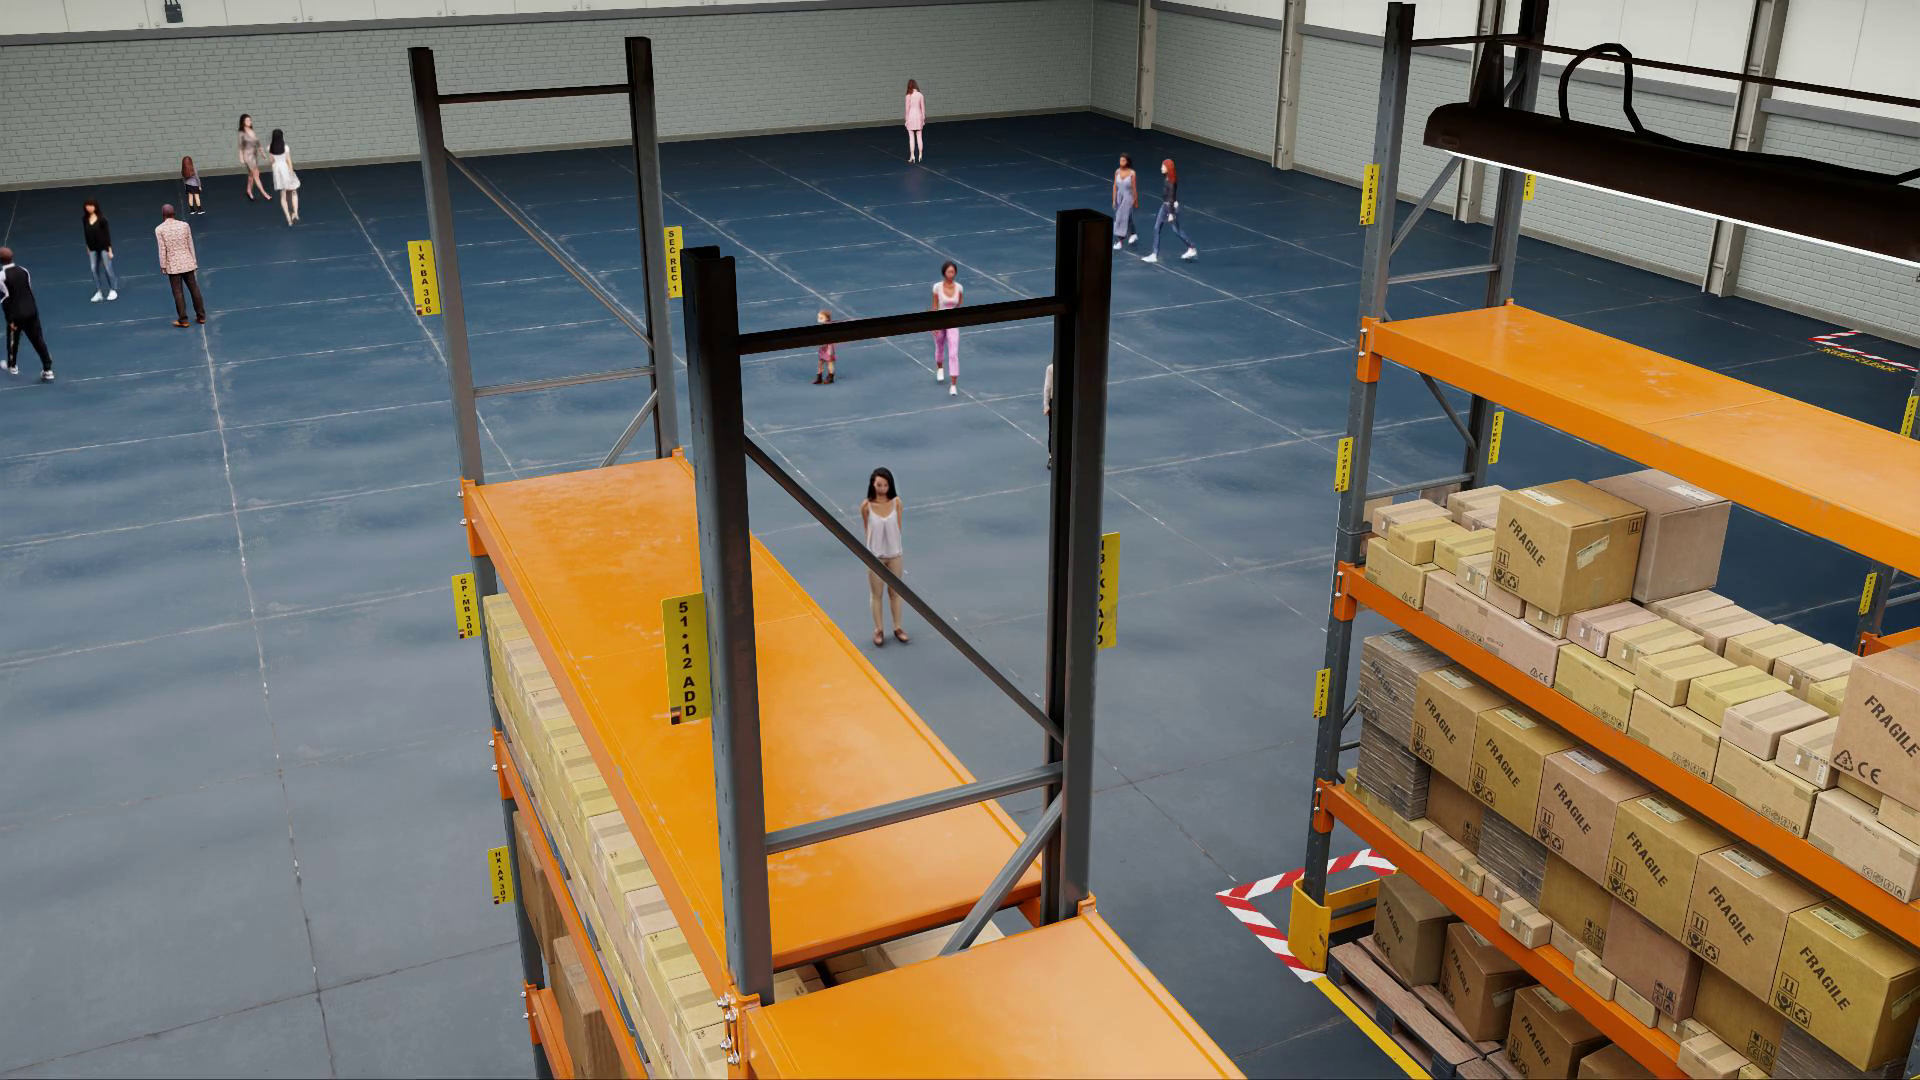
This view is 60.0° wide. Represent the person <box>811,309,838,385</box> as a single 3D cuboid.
[{"bbox_3d":[-1.756,-2.583,22.187,0.595,1.013,0.620,18,29,36],"label":"person"}]

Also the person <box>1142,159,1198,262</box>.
[{"bbox_3d":[3.649,-5.565,28.274,0.824,1.737,1.194,-5,24,-12],"label":"person"}]

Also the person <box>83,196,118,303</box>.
[{"bbox_3d":[-13.478,-4.596,26.125,0.765,1.636,0.849,0,23,1],"label":"person"}]

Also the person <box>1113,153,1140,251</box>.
[{"bbox_3d":[2.964,-5.973,29.351,1.142,1.645,0.970,16,28,33],"label":"person"}]

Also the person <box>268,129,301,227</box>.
[{"bbox_3d":[-12.637,-6.724,30.981,0.748,1.751,0.884,-3,23,-6],"label":"person"}]

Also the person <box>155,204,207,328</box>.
[{"bbox_3d":[-11.591,-4.083,24.699,0.724,1.807,0.751,21,31,40],"label":"person"}]

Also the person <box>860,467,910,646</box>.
[{"bbox_3d":[-0.693,0.118,15.018,0.565,1.653,0.632,-8,24,-18],"label":"person"}]

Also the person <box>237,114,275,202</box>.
[{"bbox_3d":[-14.137,-7.567,33.015,1.026,1.711,0.966,8,24,18],"label":"person"}]

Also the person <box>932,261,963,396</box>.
[{"bbox_3d":[-0.202,-2.799,21.831,0.848,1.689,1.269,-3,23,-6],"label":"person"}]

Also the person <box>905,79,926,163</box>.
[{"bbox_3d":[-1.016,-9.348,37.088,0.630,1.800,0.530,-9,24,-19],"label":"person"}]

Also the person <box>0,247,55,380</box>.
[{"bbox_3d":[-12.423,-2.982,22.129,1.250,1.792,1.072,14,27,30],"label":"person"}]

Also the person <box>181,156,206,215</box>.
[{"bbox_3d":[-14.856,-6.873,32.157,0.538,1.106,0.556,1,23,2],"label":"person"}]
